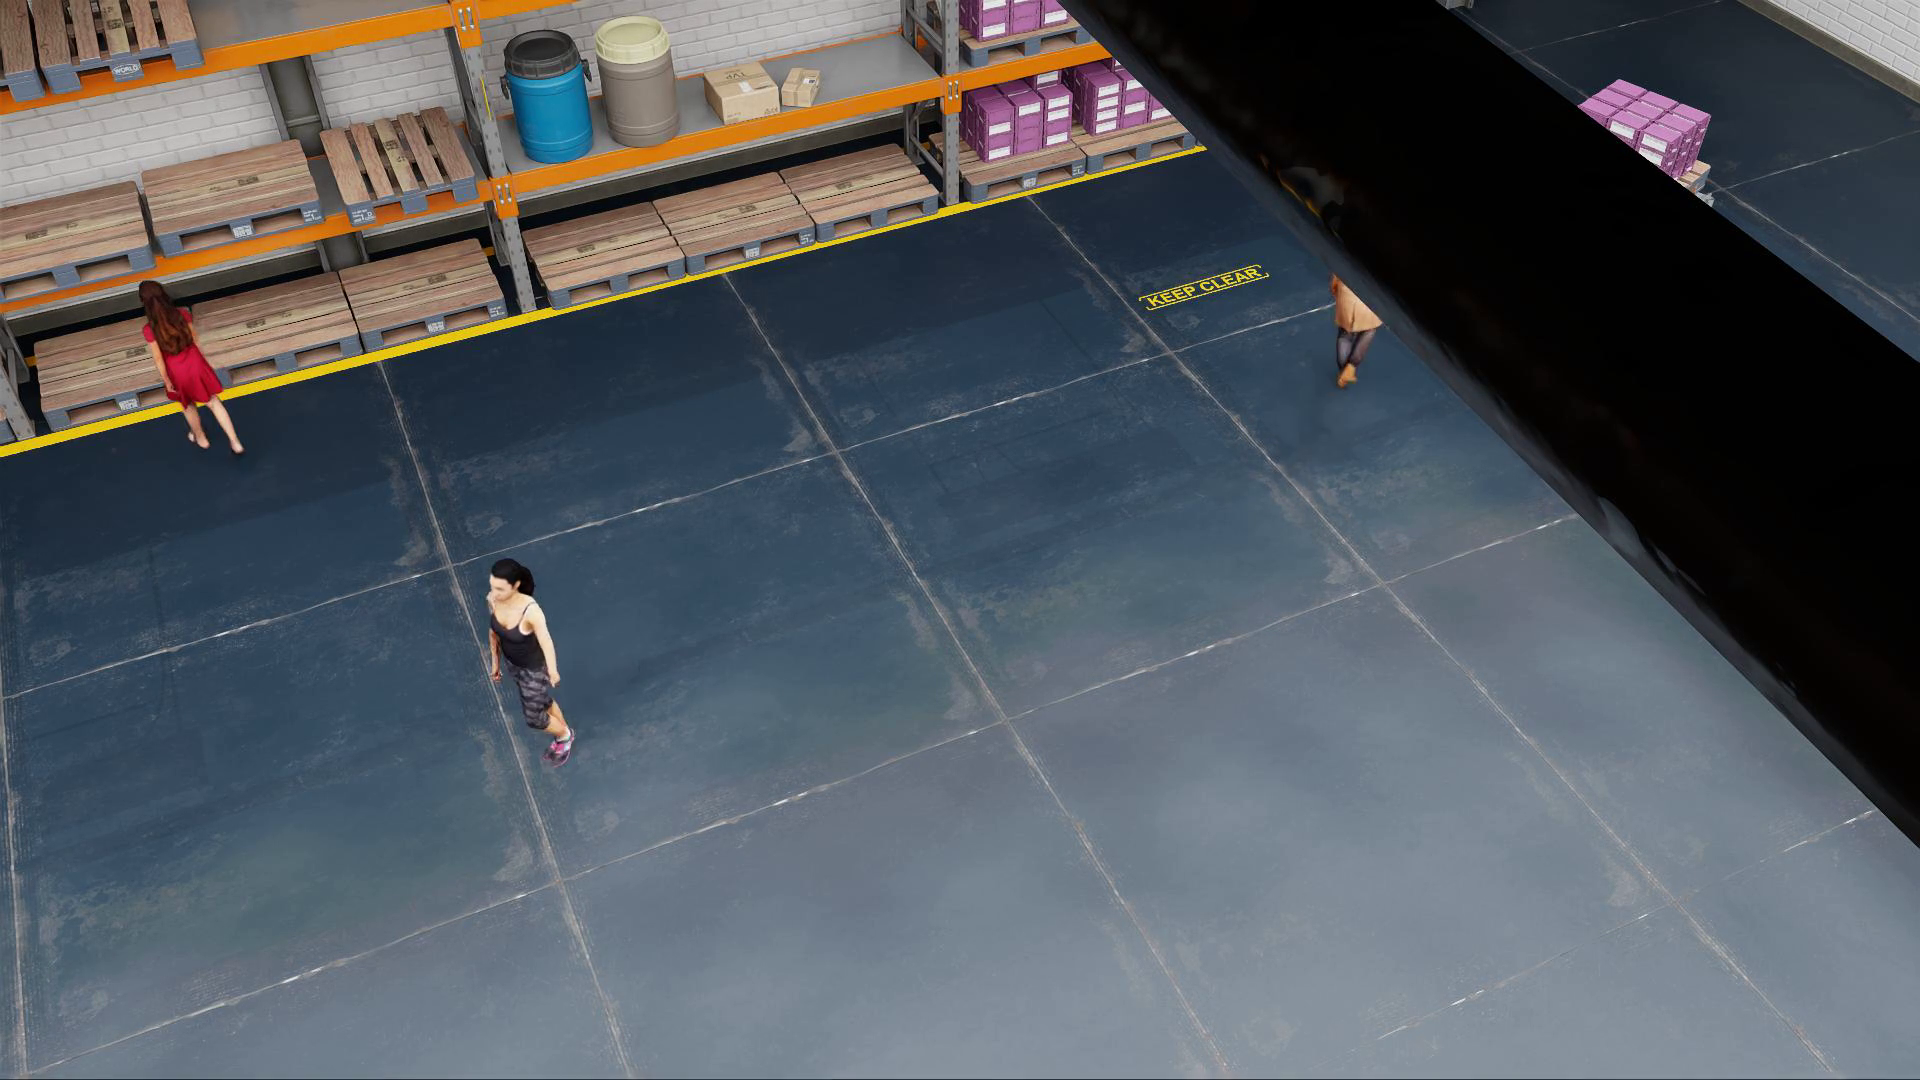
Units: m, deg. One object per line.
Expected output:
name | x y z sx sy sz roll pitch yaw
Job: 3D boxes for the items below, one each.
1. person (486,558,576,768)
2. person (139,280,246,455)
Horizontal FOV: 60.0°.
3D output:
person | -2.583 0.702 10.224 0.686 1.715 0.729 25 49 24
person | -5.750 -1.269 12.403 0.853 1.564 0.755 -34 53 -30
